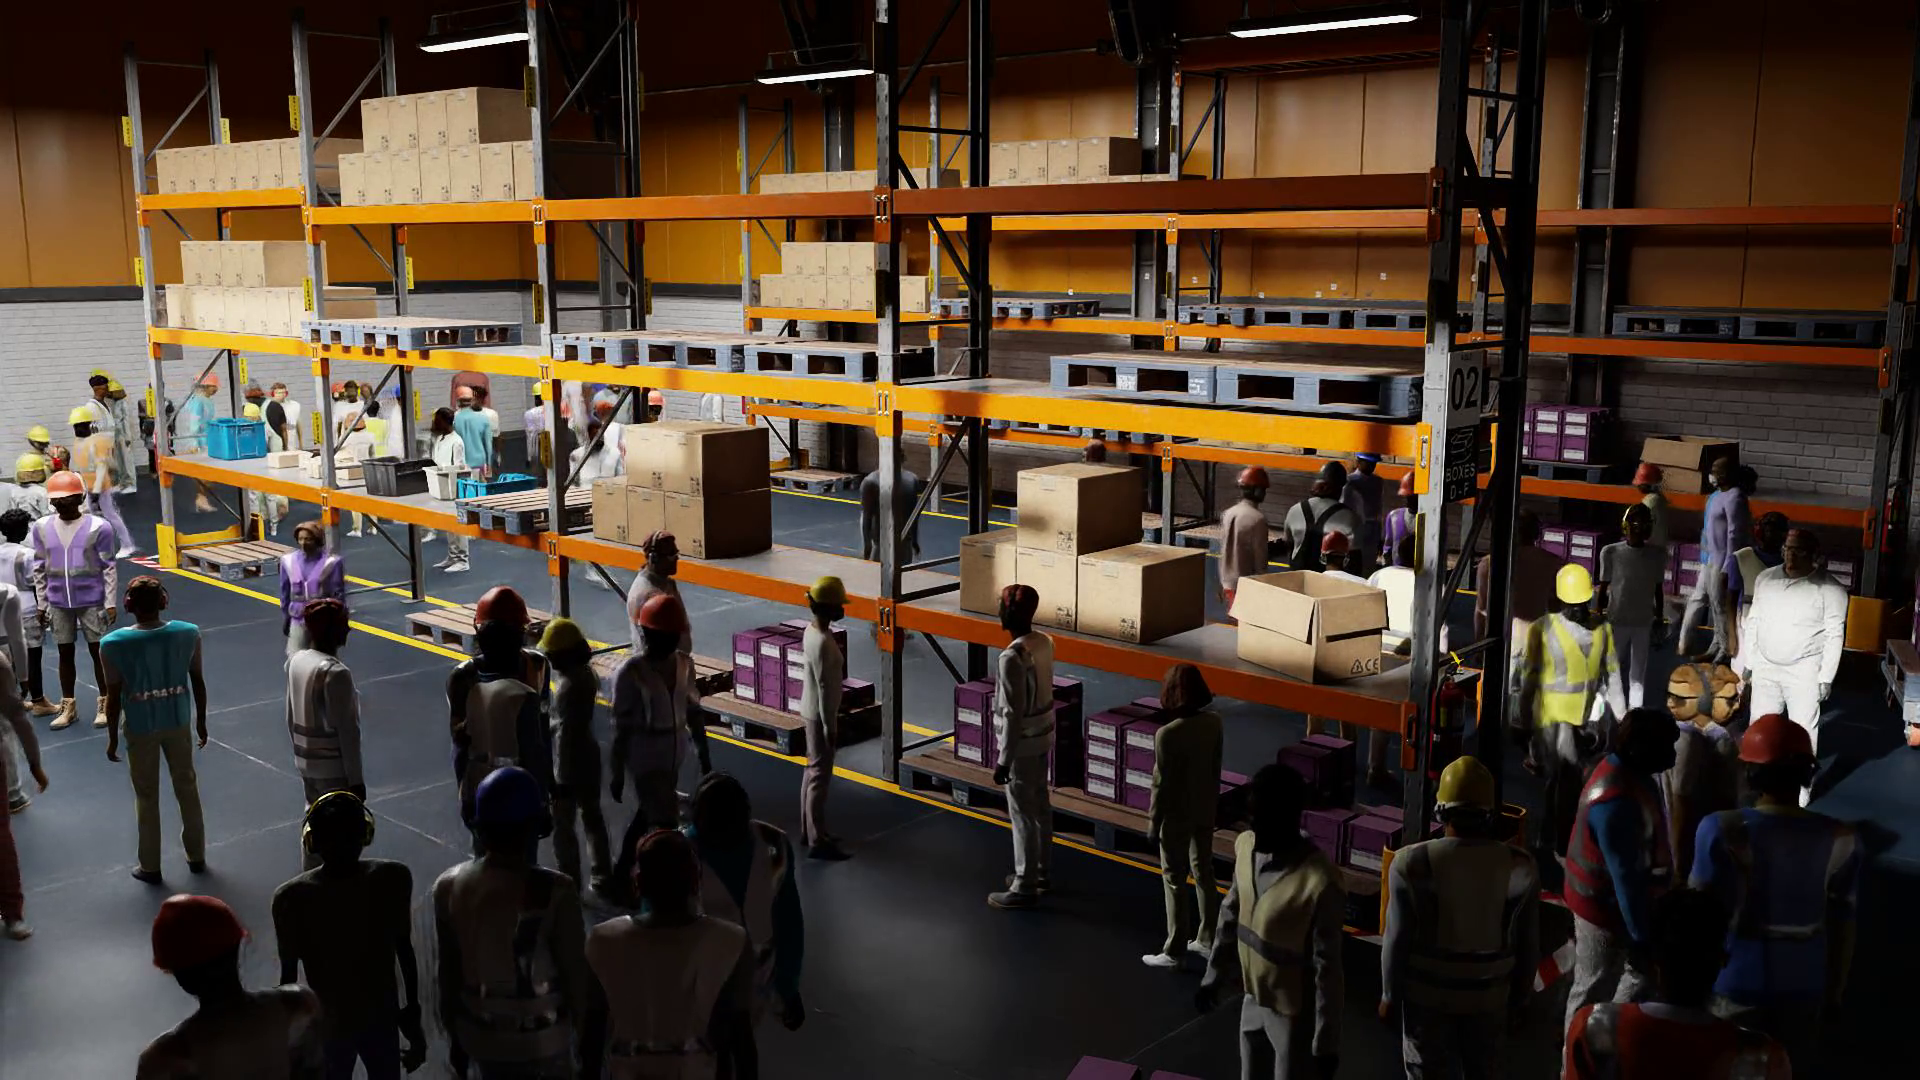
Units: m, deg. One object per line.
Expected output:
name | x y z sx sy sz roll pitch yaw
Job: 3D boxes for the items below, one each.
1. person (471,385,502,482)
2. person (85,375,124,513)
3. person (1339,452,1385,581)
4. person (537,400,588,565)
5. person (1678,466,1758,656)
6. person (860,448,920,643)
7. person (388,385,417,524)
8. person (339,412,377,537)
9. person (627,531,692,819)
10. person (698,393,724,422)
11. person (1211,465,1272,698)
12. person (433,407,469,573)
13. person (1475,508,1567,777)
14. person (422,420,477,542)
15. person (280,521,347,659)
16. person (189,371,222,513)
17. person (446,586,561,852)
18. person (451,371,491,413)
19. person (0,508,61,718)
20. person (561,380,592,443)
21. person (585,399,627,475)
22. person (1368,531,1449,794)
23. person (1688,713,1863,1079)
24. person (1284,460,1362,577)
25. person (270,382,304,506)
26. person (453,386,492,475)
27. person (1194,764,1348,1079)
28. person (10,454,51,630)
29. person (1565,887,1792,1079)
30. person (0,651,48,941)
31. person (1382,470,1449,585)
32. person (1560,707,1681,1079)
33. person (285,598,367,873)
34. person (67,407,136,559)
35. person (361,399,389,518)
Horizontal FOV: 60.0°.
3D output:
person | -6.590 -1.175 22.745 0.622 1.904 0.998 -4 11 -20
person | -12.170 -1.365 23.615 0.367 1.966 0.603 -2 10 -14
person | 3.851 0.001 15.954 0.615 1.942 0.407 -7 12 -36
person | -4.667 -0.686 19.811 0.821 1.956 0.632 3 10 17
person | 6.981 0.216 15.195 0.660 1.802 0.660 0 10 -2
person | -0.660 0.011 15.915 0.635 1.937 0.352 -7 12 -33
person | -7.559 -1.170 22.627 0.451 1.935 0.611 -1 10 -6
person | -7.836 -0.857 21.678 0.275 1.635 0.504 9 13 40
person | -1.978 0.884 11.074 0.400 1.907 0.644 0 10 0
person | -3.752 -1.595 25.011 0.419 1.933 0.622 -6 12 -31
person | 2.276 0.362 13.915 0.787 1.957 0.642 -4 11 -20
person | -5.926 -0.590 19.373 0.392 1.919 0.591 -8 13 -37
person | 3.992 0.735 11.867 0.628 1.928 0.382 1 10 5
person | -6.593 -0.815 21.247 0.597 1.706 0.590 -8 13 -40
person | -5.107 0.655 13.137 0.543 1.621 0.396 0 10 -1
person | -10.664 -1.371 23.544 0.536 2.006 0.657 -2 10 -11
person | -2.337 1.245 8.632 0.370 2.048 0.608 7 12 36
person | -8.597 -2.297 29.232 0.663 1.854 1.014 -3 11 -19
person | -7.535 0.587 13.356 0.532 1.693 0.319 3 11 19
person | -6.846 -2.377 29.683 0.582 1.854 0.898 -2 10 -12
person | -4.425 -0.847 21.012 0.581 1.862 0.764 -9 13 -40
person | 3.092 0.848 11.478 0.428 1.836 0.630 -8 13 -39
person | 3.082 1.673 6.343 0.616 2.012 0.584 1 10 4
person | 3.042 0.336 13.789 0.685 2.000 0.536 8 13 40
person | -9.848 -1.393 24.174 0.606 1.822 0.432 -8 13 -39
person | -6.391 -1.014 21.622 0.624 1.971 0.446 -4 11 -22
person | 1.200 1.738 6.246 0.397 1.906 0.676 -5 11 -24
person | -9.089 0.022 16.408 0.483 1.745 0.299 4 11 19
person | 2.048 1.960 4.825 0.607 1.963 0.374 5 11 27
person | -5.372 1.211 9.071 0.802 1.971 0.496 -3 10 -15
person | 3.769 0.373 13.880 0.552 1.932 0.377 8 13 37
person | 2.896 1.607 7.241 0.522 1.821 0.639 6 12 32
person | -3.443 1.245 9.092 0.584 1.882 0.337 8 13 39
person | -10.372 -0.654 19.868 0.590 1.877 0.998 5 11 24
person | -8.138 -1.137 23.174 0.537 1.666 0.743 -5 11 -28
